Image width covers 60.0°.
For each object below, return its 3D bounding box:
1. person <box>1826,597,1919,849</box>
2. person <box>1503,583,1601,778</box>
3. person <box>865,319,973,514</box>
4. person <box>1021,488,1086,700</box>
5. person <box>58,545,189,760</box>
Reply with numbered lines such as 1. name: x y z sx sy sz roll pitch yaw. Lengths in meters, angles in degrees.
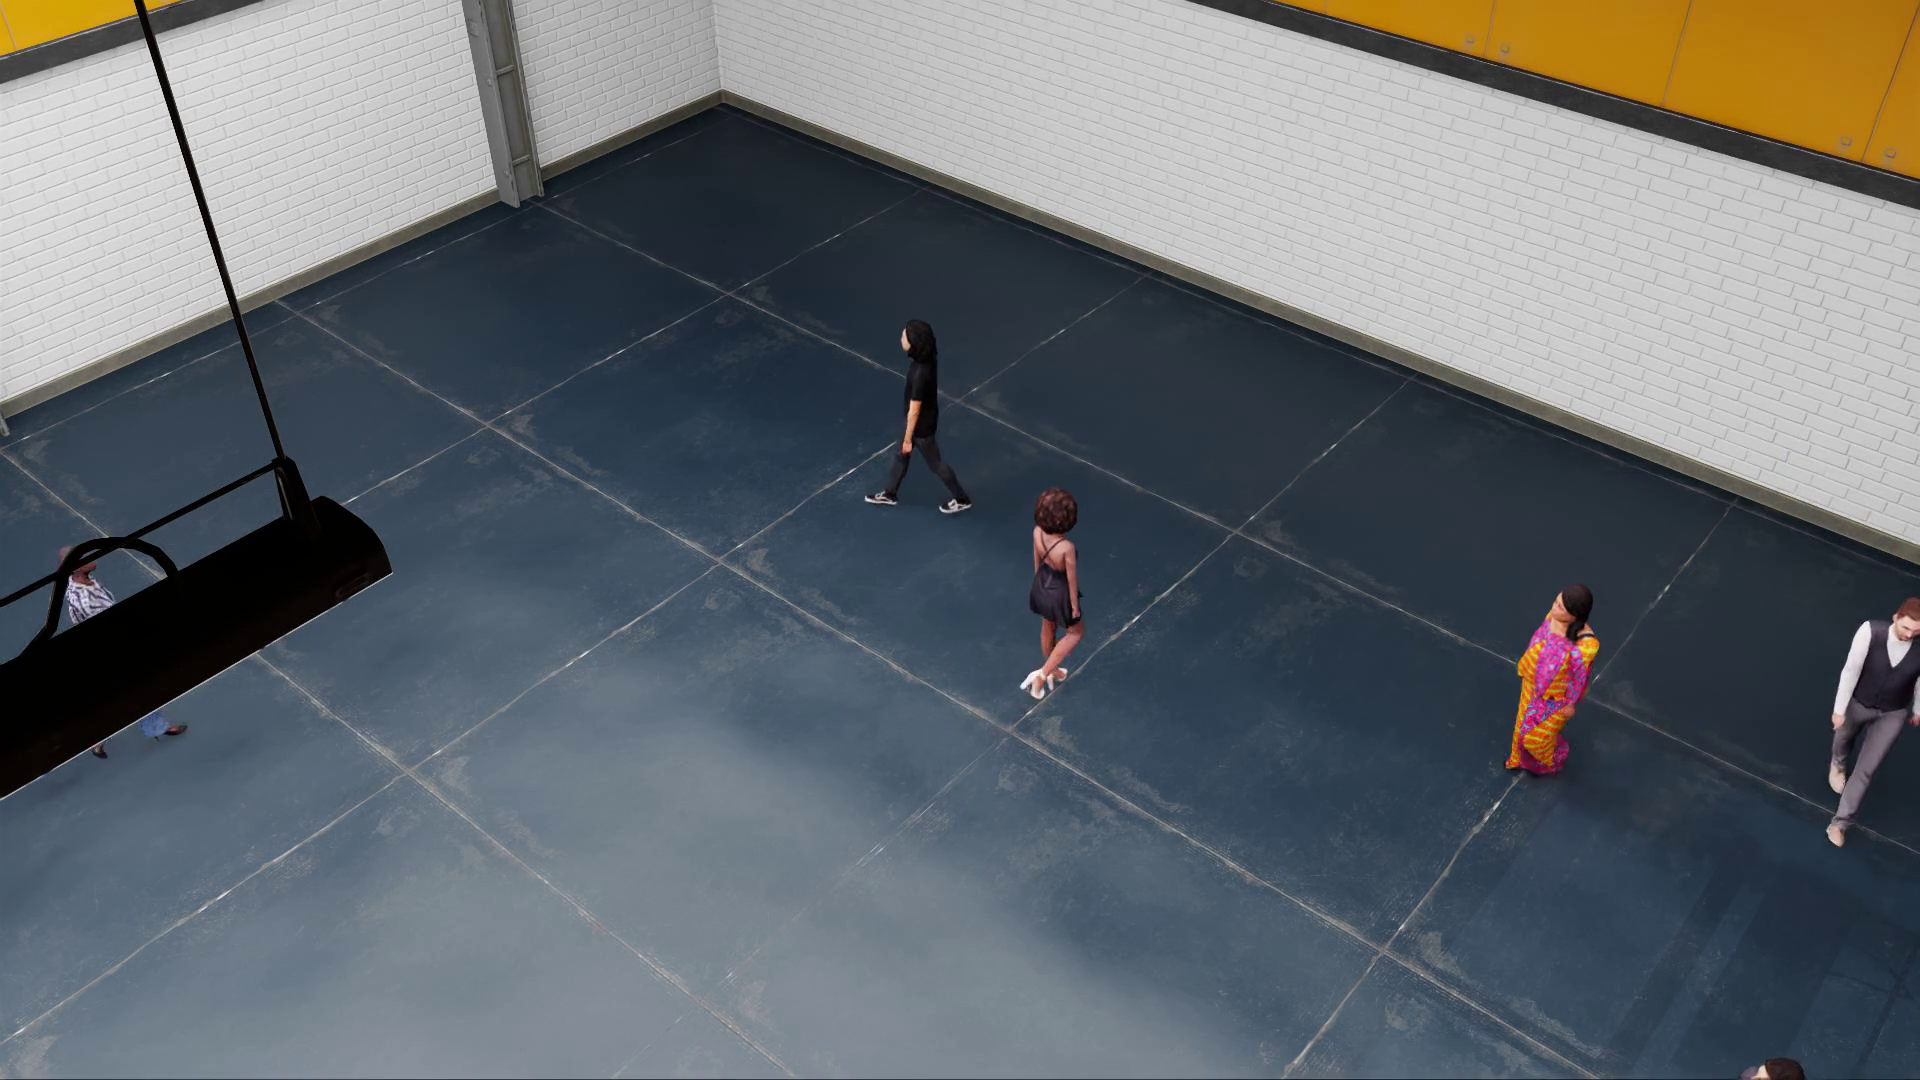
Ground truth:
1. person: 5.959 1.006 10.834 0.877 1.880 1.278 17 42 20
2. person: 4.008 0.952 11.084 0.899 1.653 0.839 -8 39 -10
3. person: -0.224 -0.937 13.338 1.138 1.791 1.165 3 39 4
4. person: 0.620 0.438 11.629 0.769 1.776 0.616 -31 48 -33
5. person: -5.772 0.796 11.178 0.968 1.778 0.788 -22 44 -25
